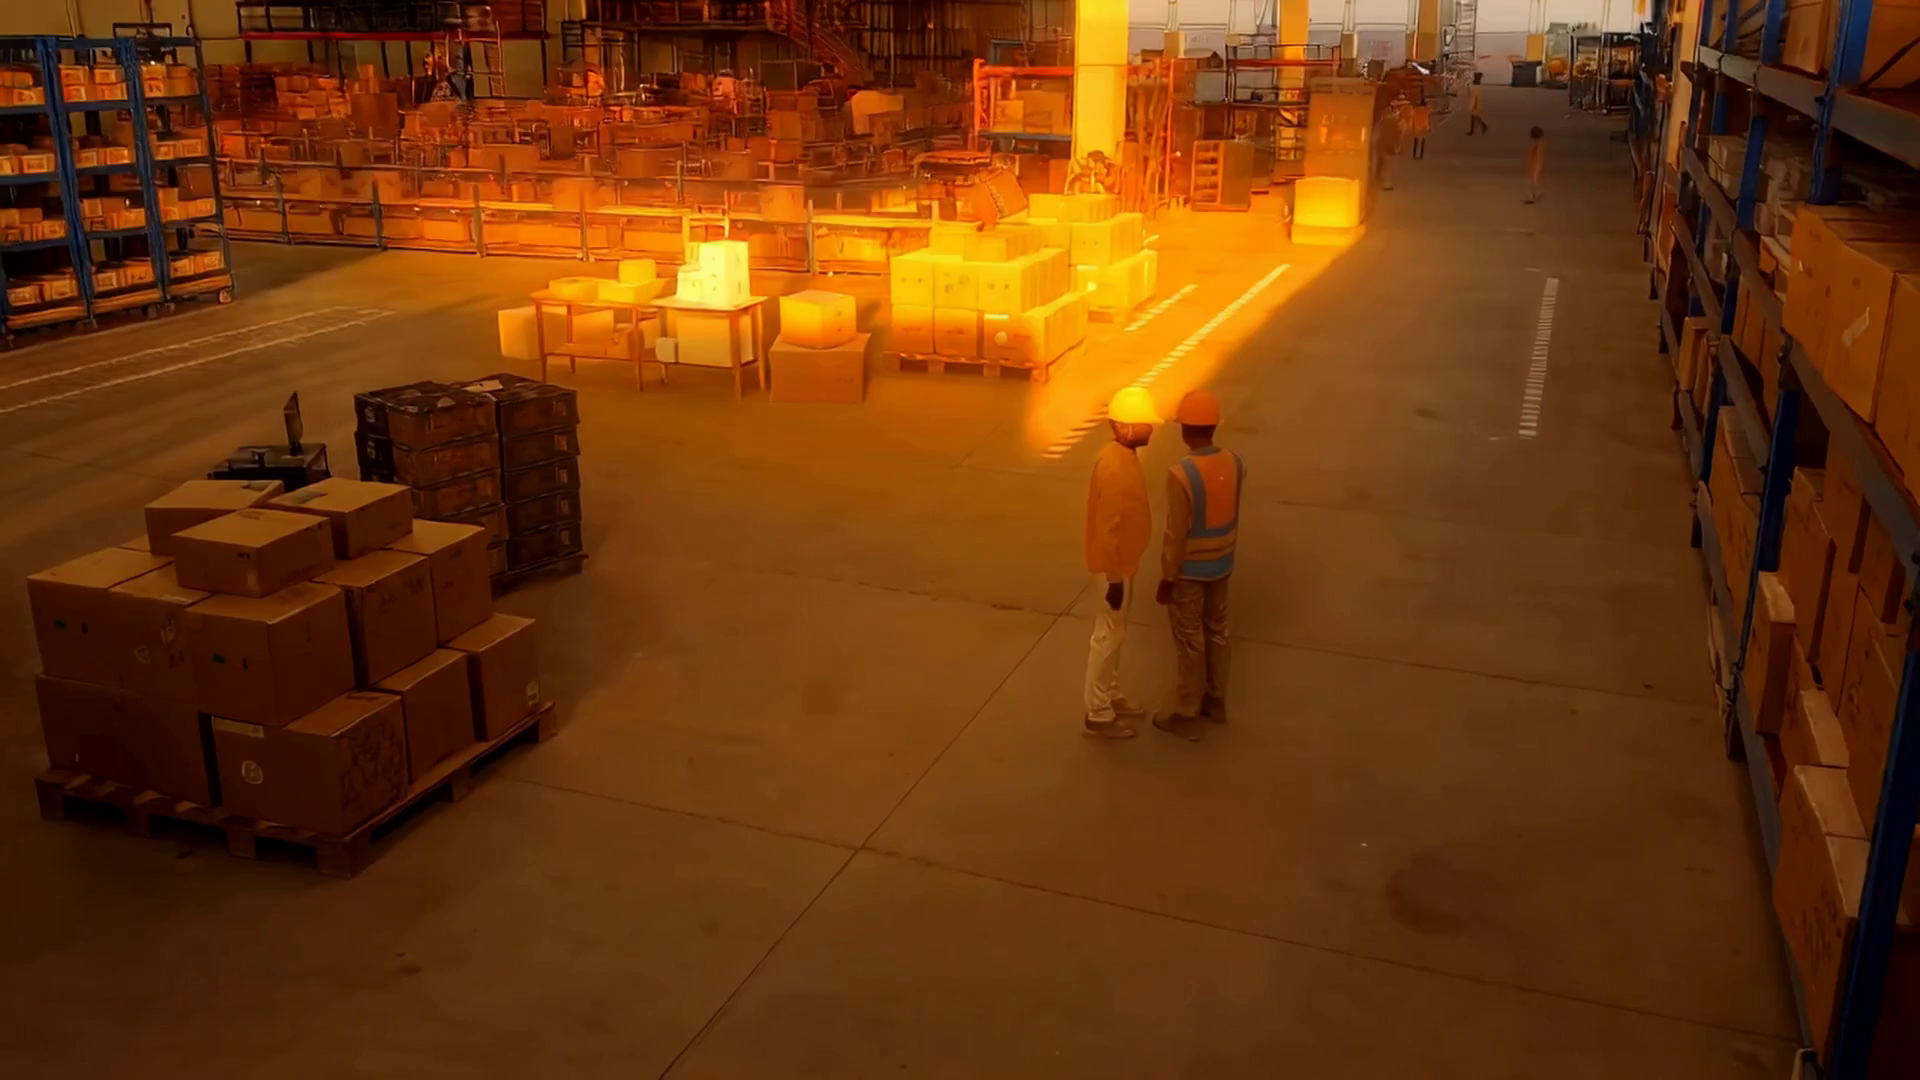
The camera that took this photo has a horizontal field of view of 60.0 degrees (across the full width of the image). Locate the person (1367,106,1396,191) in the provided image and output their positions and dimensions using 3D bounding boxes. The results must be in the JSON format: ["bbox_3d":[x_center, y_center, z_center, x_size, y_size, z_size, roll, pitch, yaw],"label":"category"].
[{"bbox_3d":[9.471,-8.856,37.613,0.931,1.864,0.668,11,21,32],"label":"person"}]

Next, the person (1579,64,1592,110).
[{"bbox_3d":[25.734,-18.625,68.356,0.506,1.847,0.345,-7,19,-20],"label":"person"}]

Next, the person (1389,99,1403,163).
[{"bbox_3d":[11.497,-10.891,44.312,0.542,1.673,0.608,4,18,13],"label":"person"}]

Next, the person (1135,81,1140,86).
[{"bbox_3d":[8.763,-22.949,81.804,0.373,1.933,0.627,-13,22,-34],"label":"person"}]

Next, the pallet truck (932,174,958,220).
[{"bbox_3d":[-0.507,-5.292,27.348,0.653,1.274,1.630,6,19,19],"label":"pallet truck"}]

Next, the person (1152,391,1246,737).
[{"bbox_3d":[1.312,0.134,9.247,0.616,1.945,0.404,-16,24,-41],"label":"person"}]

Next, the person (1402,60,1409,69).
[{"bbox_3d":[21.137,-21.918,78.965,0.569,1.674,0.552,-9,20,-26],"label":"person"}]

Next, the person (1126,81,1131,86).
[{"bbox_3d":[6.048,-16.118,60.240,0.385,1.994,0.611,-2,18,-6],"label":"person"}]

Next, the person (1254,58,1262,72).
[{"bbox_3d":[15.771,-24.943,88.041,0.384,1.949,0.604,7,19,20],"label":"person"}]

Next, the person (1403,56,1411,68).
[{"bbox_3d":[21.593,-22.430,80.352,0.492,1.818,0.651,6,19,19],"label":"person"}]

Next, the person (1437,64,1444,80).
[{"bbox_3d":[19.635,-18.625,68.368,0.662,1.846,0.521,4,18,12],"label":"person"}]

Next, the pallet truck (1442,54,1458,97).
[{"bbox_3d":[22.765,-21.886,78.355,0.823,1.965,1.885,-4,18,-14],"label":"pallet truck"}]

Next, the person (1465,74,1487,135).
[{"bbox_3d":[16.866,-14.164,54.159,0.554,1.952,0.638,4,18,12],"label":"person"}]

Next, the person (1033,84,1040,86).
[{"bbox_3d":[3.541,-20.993,75.678,0.678,1.915,0.580,-2,18,-6],"label":"person"}]

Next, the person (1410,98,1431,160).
[{"bbox_3d":[12.579,-11.213,45.414,0.566,1.637,0.642,4,18,14],"label":"person"}]

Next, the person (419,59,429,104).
[{"bbox_3d":[-23.505,-20.110,72.965,0.358,1.881,0.574,-1,18,-3],"label":"person"}]

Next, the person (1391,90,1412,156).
[{"bbox_3d":[12.427,-11.761,46.892,0.623,1.792,0.932,5,18,15],"label":"person"}]

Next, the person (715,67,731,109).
[{"bbox_3d":[-8.477,-15.728,59.003,0.985,1.993,0.628,8,19,24],"label":"person"}]

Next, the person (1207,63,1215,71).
[{"bbox_3d":[9.779,-17.725,65.213,1.071,2.000,0.677,14,22,37],"label":"person"}]

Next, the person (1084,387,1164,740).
[{"bbox_3d":[0.899,0.128,9.217,0.402,1.987,0.608,3,18,11],"label":"person"}]

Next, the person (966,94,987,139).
[{"bbox_3d":[0.455,-11.384,45.751,0.536,1.749,0.418,9,20,25],"label":"person"}]

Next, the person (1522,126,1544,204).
[{"bbox_3d":[12.019,-7.846,34.854,0.366,1.617,0.518,7,19,22],"label":"person"}]

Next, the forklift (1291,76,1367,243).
[{"bbox_3d":[6.598,-6.755,29.381,1.129,2.768,1.873,6,19,19],"label":"forklift"}]

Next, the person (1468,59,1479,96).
[{"bbox_3d":[24.635,-22.208,79.856,0.496,1.697,0.923,4,18,12],"label":"person"}]
